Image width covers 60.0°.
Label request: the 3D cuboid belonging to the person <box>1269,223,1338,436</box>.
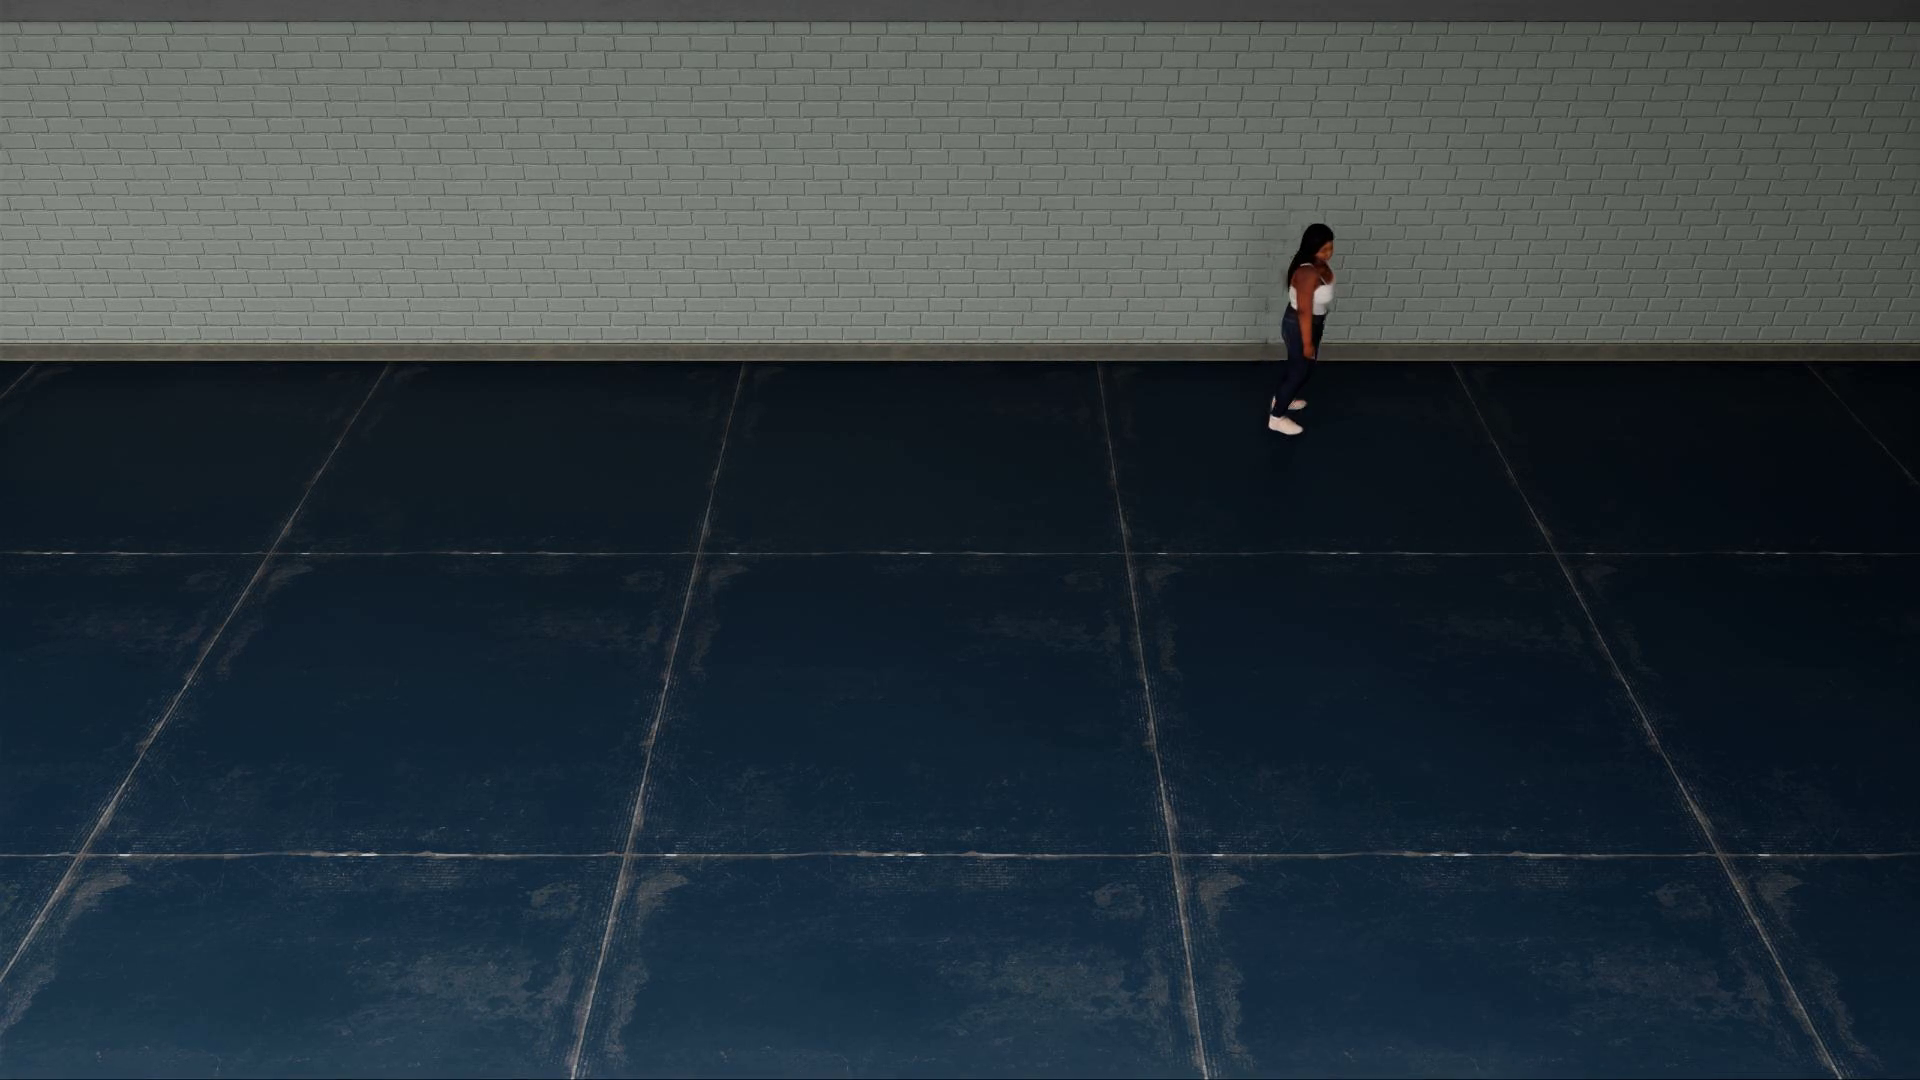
[{"bbox_3d":[2.556,-1.607,12.618,0.951,1.776,0.702,1,33,2],"label":"person"}]
